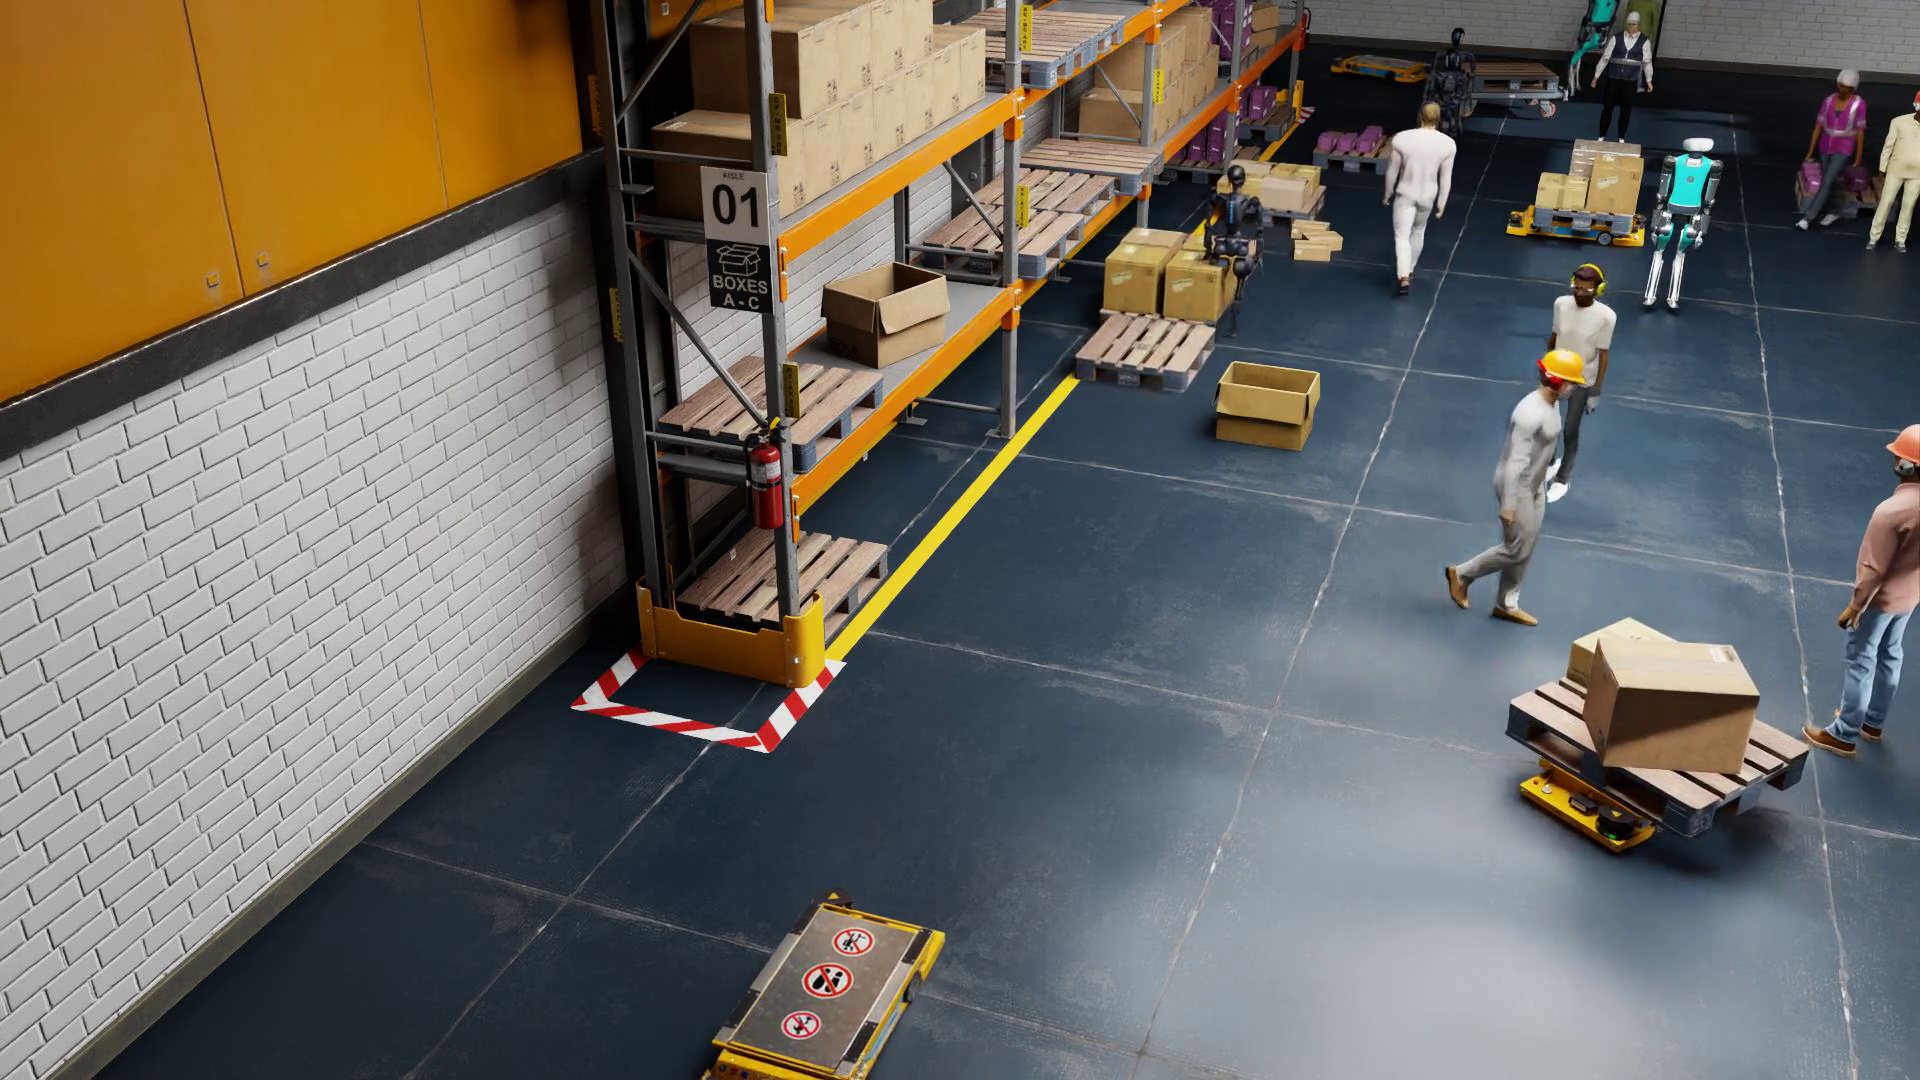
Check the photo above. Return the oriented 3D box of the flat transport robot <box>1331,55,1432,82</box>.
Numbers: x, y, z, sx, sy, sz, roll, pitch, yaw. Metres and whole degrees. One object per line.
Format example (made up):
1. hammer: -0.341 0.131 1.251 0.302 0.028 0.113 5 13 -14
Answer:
1. flat transport robot: 6.621 -7.405 26.114 1.431 0.231 0.659 22 34 36

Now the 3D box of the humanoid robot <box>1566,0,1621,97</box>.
1. humanoid robot: 9.274 -7.433 24.622 0.542 1.818 0.821 -8 28 -15

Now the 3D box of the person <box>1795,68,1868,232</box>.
1. person: 9.706 -4.326 18.470 0.948 1.787 0.527 -17 32 -30

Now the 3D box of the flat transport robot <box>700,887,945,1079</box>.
1. flat transport robot: -0.625 2.148 7.584 0.659 0.231 1.431 10 29 18

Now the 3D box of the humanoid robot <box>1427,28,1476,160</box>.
1. humanoid robot: 6.268 -5.695 21.245 0.599 1.657 0.315 10 29 19

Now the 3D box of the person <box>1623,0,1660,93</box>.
1. person: 10.156 -7.533 24.871 0.506 1.630 0.266 22 35 36

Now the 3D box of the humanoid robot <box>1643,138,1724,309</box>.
1. humanoid robot: 6.915 -3.080 15.974 0.533 1.680 0.735 10 29 19

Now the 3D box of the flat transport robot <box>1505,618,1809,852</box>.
1. flat transport robot: 3.862 1.277 9.273 1.431 0.231 0.659 -17 32 -29

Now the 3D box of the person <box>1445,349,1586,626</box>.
1. person: 3.568 -0.339 10.666 0.555 1.866 0.630 17 32 29

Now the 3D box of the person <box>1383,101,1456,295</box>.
1. person: 4.567 -3.423 16.616 0.629 1.906 0.966 2 27 4

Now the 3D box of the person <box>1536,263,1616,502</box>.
1. person: 4.492 -1.152 12.258 0.393 1.852 0.530 -24 36 -38

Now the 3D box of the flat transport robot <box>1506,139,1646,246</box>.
1. flat transport robot: 6.884 -3.517 18.573 1.431 0.231 0.659 10 29 19

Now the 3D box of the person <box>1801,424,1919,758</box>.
1. person: 5.166 0.288 9.311 0.620 1.991 0.393 -15 31 -27

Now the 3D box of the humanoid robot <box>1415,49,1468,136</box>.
1. humanoid robot: 5.834 -5.189 20.334 0.586 1.642 0.716 -2 27 -3

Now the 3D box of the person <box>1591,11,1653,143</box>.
1. person: 8.696 -6.032 21.825 0.764 1.758 0.430 10 29 18

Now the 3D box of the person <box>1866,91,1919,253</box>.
1. person: 10.153 -3.970 17.825 0.568 1.755 0.319 10 29 18

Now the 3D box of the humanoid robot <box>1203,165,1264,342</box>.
1. humanoid robot: 2.500 -2.619 15.307 0.603 1.632 0.594 9 29 18
